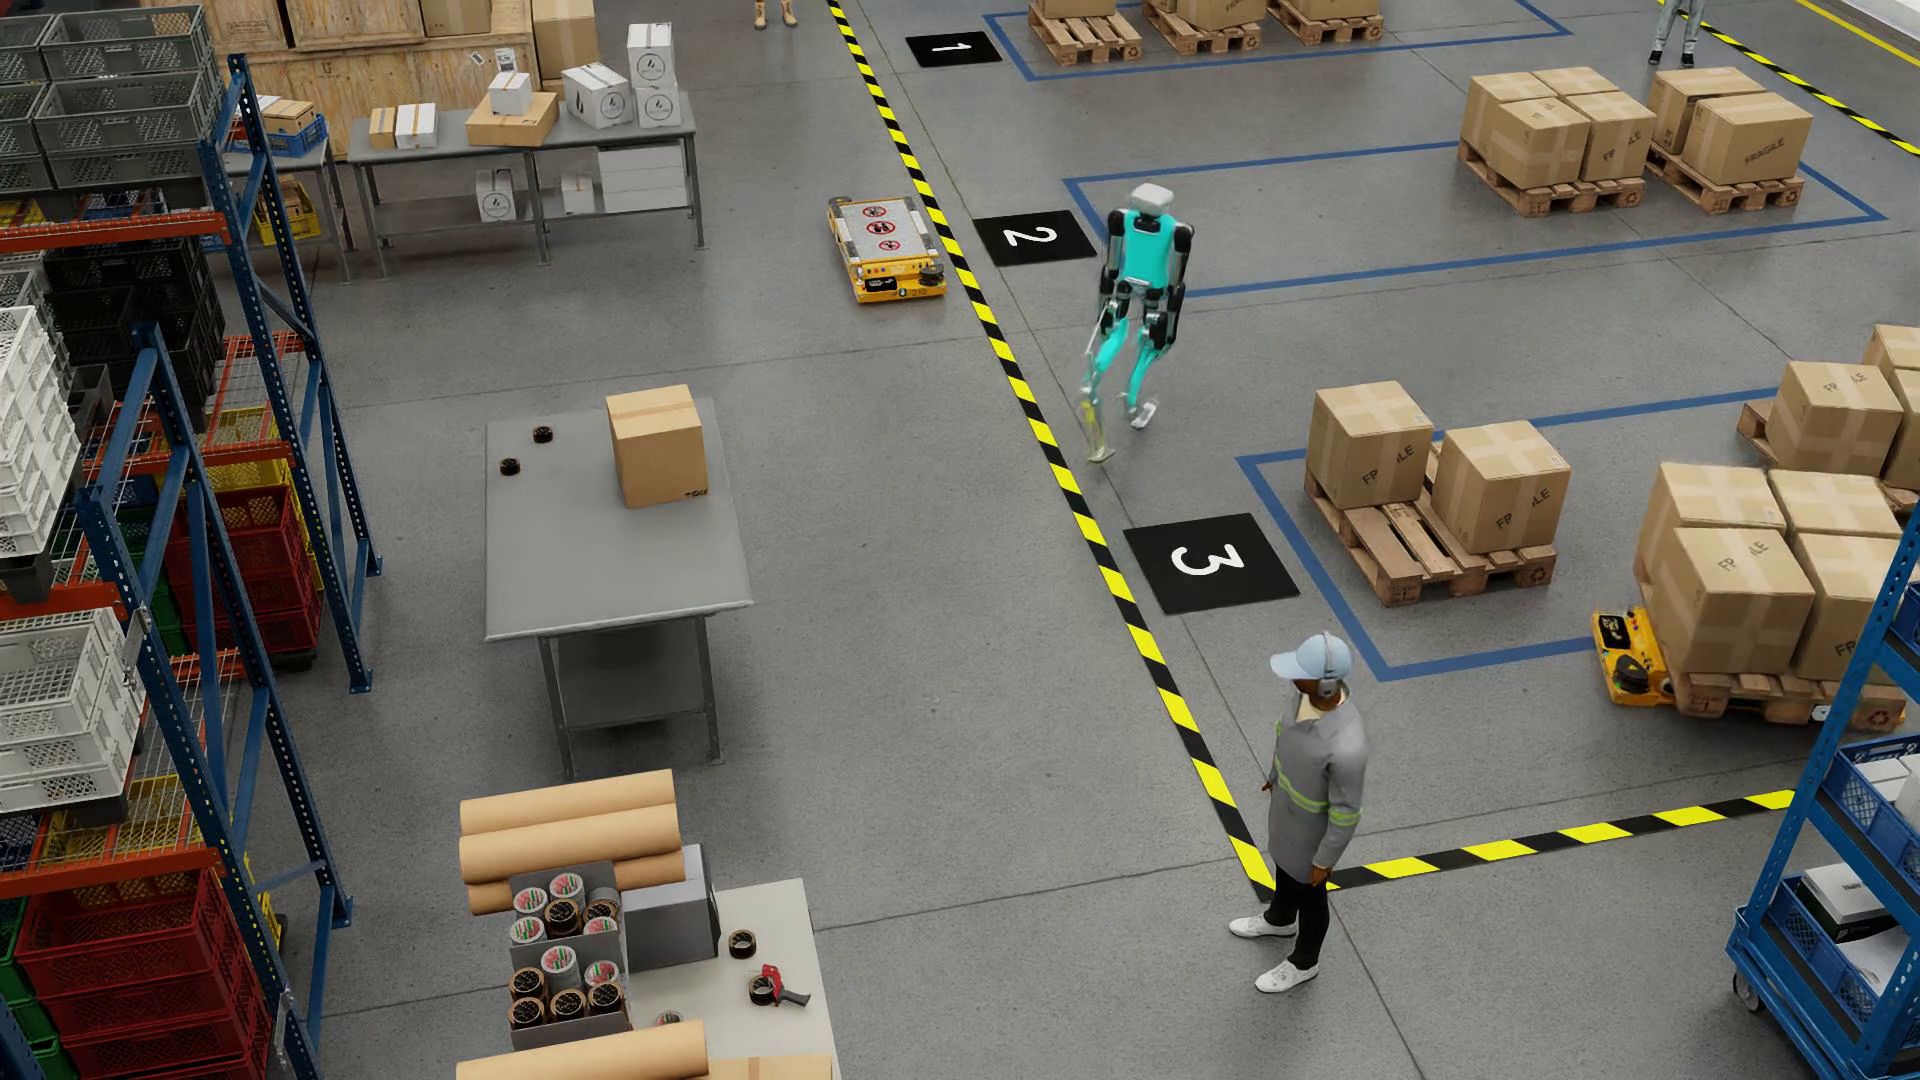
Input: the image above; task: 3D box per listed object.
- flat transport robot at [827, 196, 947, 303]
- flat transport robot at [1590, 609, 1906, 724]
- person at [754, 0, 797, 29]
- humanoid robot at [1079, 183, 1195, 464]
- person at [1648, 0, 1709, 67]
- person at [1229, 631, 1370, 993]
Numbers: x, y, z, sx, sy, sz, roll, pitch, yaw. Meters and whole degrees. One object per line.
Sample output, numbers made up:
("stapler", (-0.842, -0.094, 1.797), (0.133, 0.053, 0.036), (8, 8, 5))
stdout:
("flat transport robot", (-0.570, -2.220, 12.538), (0.659, 0.231, 1.431), (-8, 37, -10))
("flat transport robot", (4.103, 0.625, 8.690), (1.431, 0.197, 0.652), (4, 37, 5))
("person", (-1.849, -6.013, 16.148), (0.606, 2.047, 0.366), (-8, 37, -10))
("humanoid robot", (0.992, -1.200, 9.981), (0.540, 1.751, 1.047), (17, 40, 22))
("person", (6.807, -5.302, 15.366), (0.593, 1.837, 0.404), (10, 38, 13))
("person", (1.370, 1.102, 6.745), (0.385, 1.850, 0.598), (-7, 37, -9))
